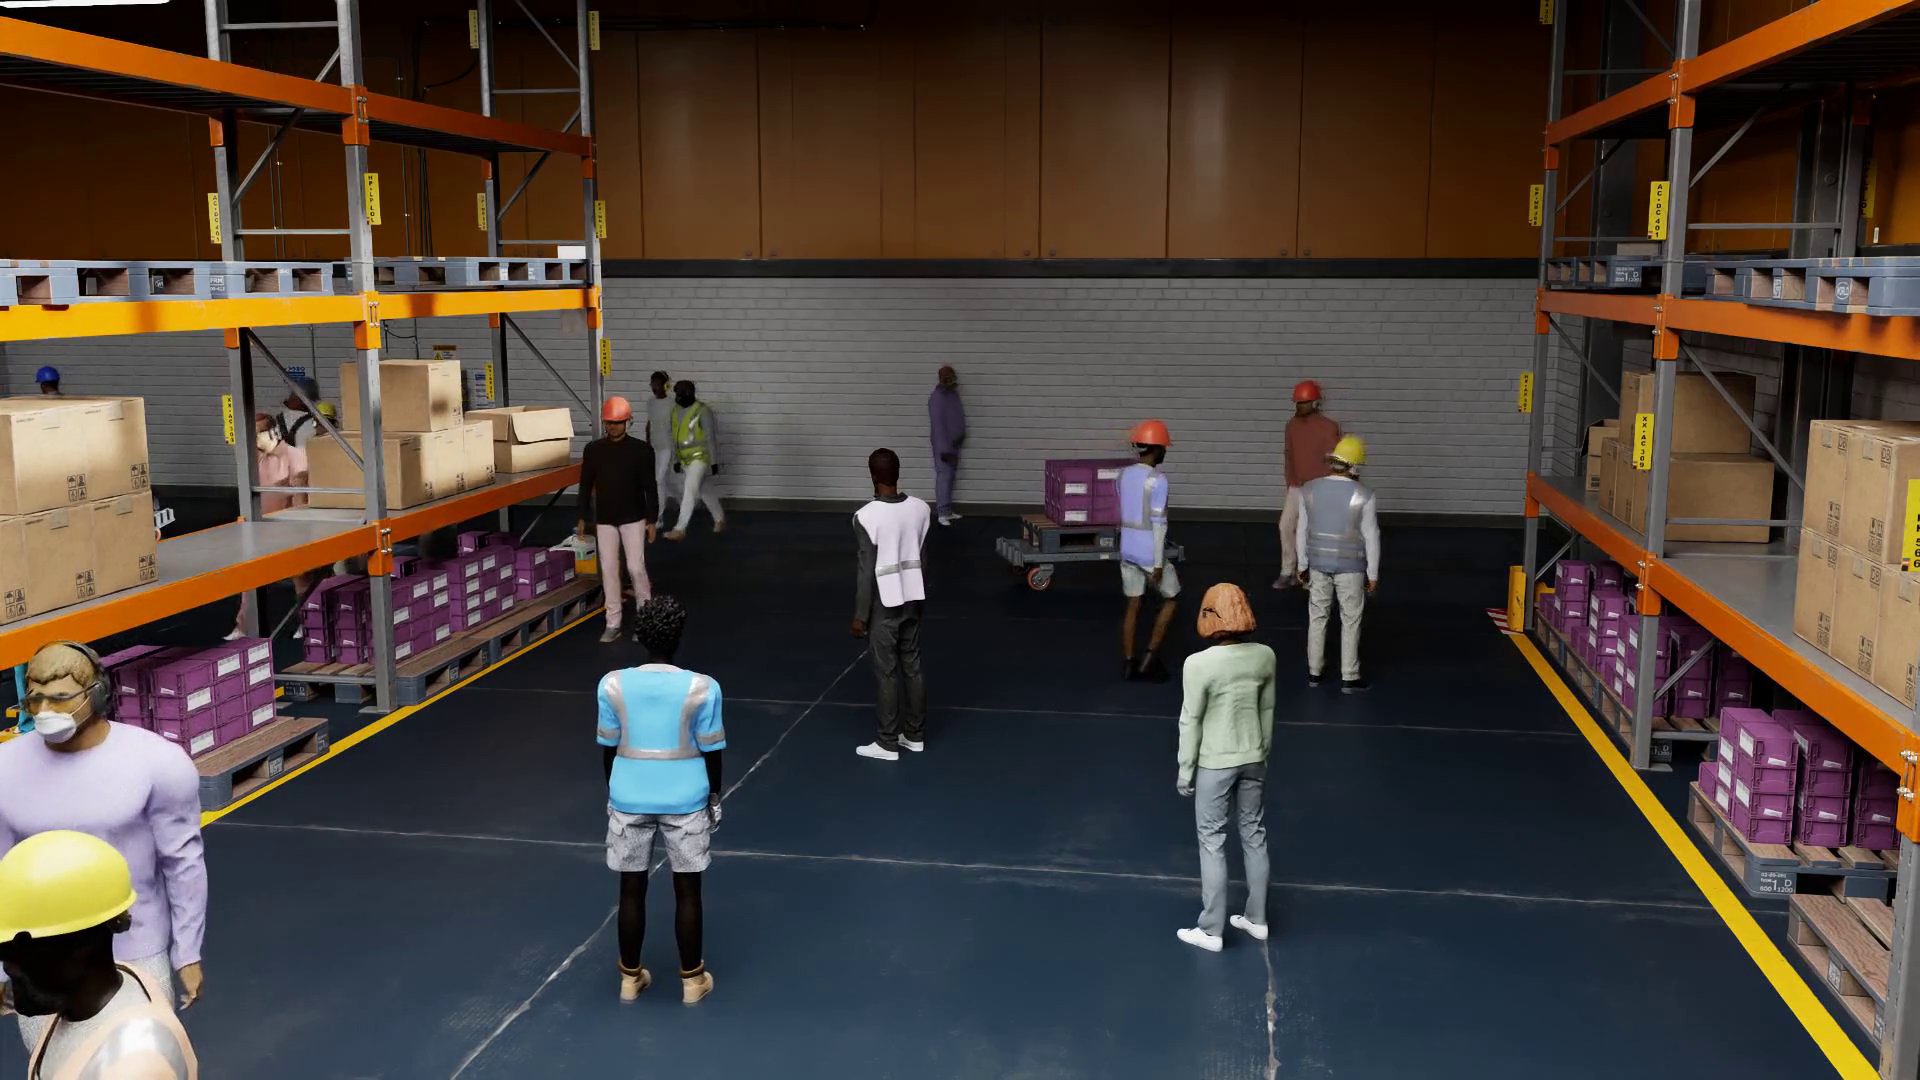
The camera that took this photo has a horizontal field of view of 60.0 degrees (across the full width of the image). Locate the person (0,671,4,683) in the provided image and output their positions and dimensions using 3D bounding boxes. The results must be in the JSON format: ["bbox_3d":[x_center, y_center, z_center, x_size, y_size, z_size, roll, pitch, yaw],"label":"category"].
[{"bbox_3d":[-7.162,0.102,11.932,0.631,1.940,0.369,5,11,29],"label":"person"}]

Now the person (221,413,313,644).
[{"bbox_3d":[-5.499,-0.071,13.247,0.668,1.863,0.959,2,9,10],"label":"person"}]

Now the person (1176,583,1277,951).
[{"bbox_3d":[1.184,0.998,7.380,0.496,1.624,0.287,-5,11,-29],"label":"person"}]

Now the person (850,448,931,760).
[{"bbox_3d":[-0.416,0.396,10.200,0.397,1.915,0.587,9,13,43],"label":"person"}]

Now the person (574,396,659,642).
[{"bbox_3d":[-2.763,-0.162,13.420,0.637,1.989,0.462,2,9,10],"label":"person"}]

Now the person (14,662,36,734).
[{"bbox_3d":[-5.680,0.429,10.239,0.561,1.836,0.379,-1,9,-7],"label":"person"}]

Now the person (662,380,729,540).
[{"bbox_3d":[-2.967,-0.923,18.751,0.627,1.794,1.004,8,12,42],"label":"person"}]

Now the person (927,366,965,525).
[{"bbox_3d":[-0.124,-1.115,19.691,0.397,1.882,0.755,4,10,23],"label":"person"}]

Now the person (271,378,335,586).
[{"bbox_3d":[-6.130,-0.526,15.490,0.693,2.000,0.744,3,10,17],"label":"person"}]

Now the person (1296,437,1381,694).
[{"bbox_3d":[2.699,0.177,11.860,0.635,1.815,0.409,7,11,35],"label":"person"}]

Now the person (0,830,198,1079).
[{"bbox_3d":[-1.695,1.504,3.320,0.382,1.924,0.594,-7,11,-36],"label":"person"}]

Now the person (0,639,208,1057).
[{"bbox_3d":[-2.569,1.235,4.944,0.635,1.937,0.352,-1,9,-9],"label":"person"}]

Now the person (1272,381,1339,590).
[{"bbox_3d":[3.212,-0.489,15.474,0.631,1.967,0.679,9,13,43],"label":"person"}]

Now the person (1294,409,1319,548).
[{"bbox_3d":[3.682,-0.687,17.729,0.274,1.634,0.507,-2,9,-14],"label":"person"}]

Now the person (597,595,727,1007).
[{"bbox_3d":[-1.209,1.063,6.775,0.530,1.687,0.325,0,9,2],"label":"person"}]

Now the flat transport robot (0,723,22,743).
[{"bbox_3d":[-5.630,1.079,11.036,0.652,0.197,1.431,1,9,8],"label":"flat transport robot"}]

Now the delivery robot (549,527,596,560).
[{"bbox_3d":[-3.613,0.119,15.794,0.477,0.478,0.707,2,9,12],"label":"delivery robot"}]

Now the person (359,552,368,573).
[{"bbox_3d":[-5.766,-0.546,16.283,0.640,1.823,0.647,5,10,28],"label":"person"}]

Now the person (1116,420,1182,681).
[{"bbox_3d":[1.371,0.088,12.084,0.470,1.923,0.552,-7,11,-36],"label":"person"}]

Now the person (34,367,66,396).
[{"bbox_3d":[-10.313,-0.997,18.794,0.838,1.918,0.616,1,9,9],"label":"person"}]

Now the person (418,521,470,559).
[{"bbox_3d":[-5.000,-0.534,16.067,0.598,1.887,0.991,3,10,17],"label":"person"}]

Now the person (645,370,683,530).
[{"bbox_3d":[-3.431,-1.063,19.402,0.542,1.843,0.763,7,11,35],"label":"person"}]

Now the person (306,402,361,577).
[{"bbox_3d":[-5.663,-0.339,15.056,0.410,1.809,0.659,3,10,17],"label":"person"}]
